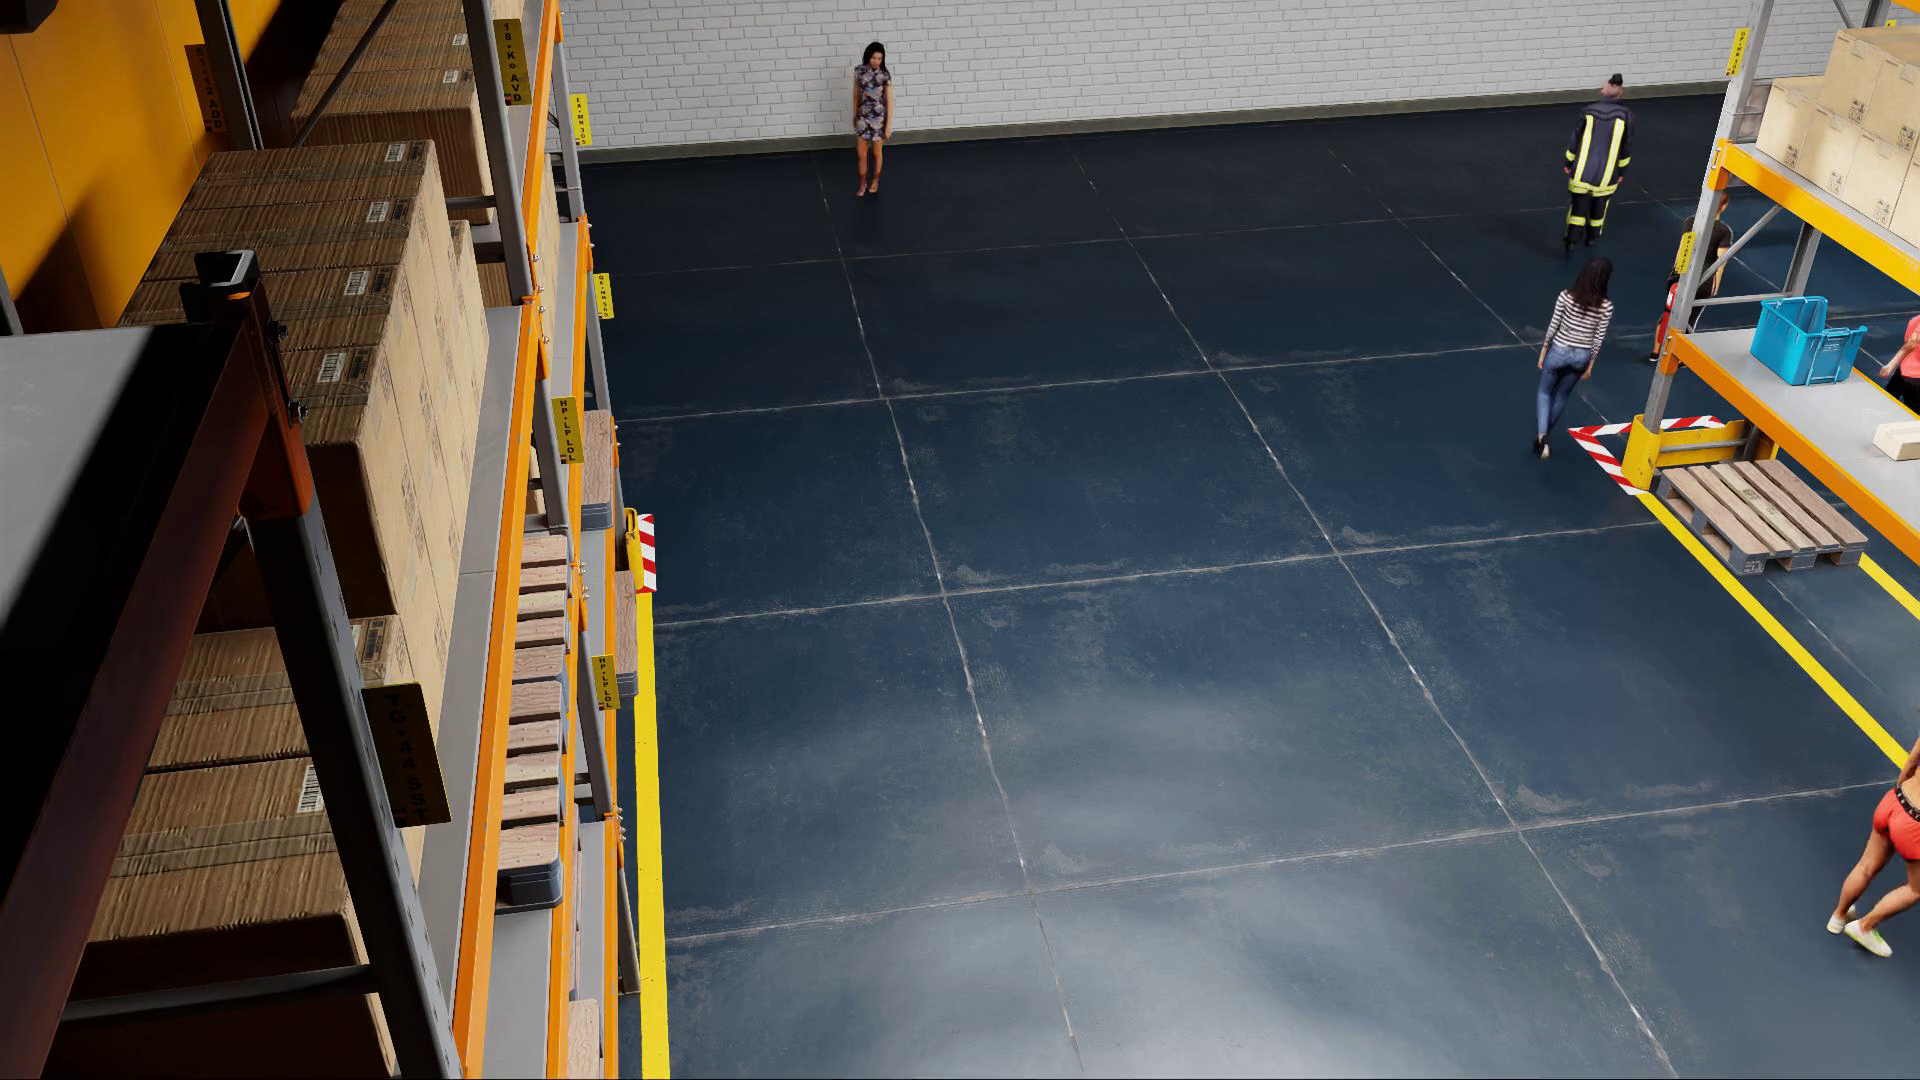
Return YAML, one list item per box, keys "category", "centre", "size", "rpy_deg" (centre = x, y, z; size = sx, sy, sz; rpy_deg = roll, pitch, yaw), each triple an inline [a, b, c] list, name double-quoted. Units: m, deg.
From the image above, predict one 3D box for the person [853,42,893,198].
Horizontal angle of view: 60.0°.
- category: "person"
  centre: [-0.951, -4.544, 17.957]
  size: [0.762, 1.698, 0.795]
  rpy_deg: [14, 36, 21]

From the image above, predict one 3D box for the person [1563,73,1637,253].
- category: "person"
  centre: [6.333, -3.720, 16.583]
  size: [1.046, 1.846, 1.149]
  rpy_deg: [12, 35, 17]

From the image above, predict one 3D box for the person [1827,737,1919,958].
- category: "person"
  centre: [4.987, 1.505, 8.787]
  size: [0.803, 1.775, 0.580]
  rpy_deg: [-6, 34, -8]

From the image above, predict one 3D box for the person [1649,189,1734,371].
- category: "person"
  centre: [6.436, -2.291, 14.593]
  size: [0.637, 1.669, 0.729]
  rpy_deg: [28, 43, 36]

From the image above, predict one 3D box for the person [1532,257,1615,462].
- category: "person"
  centre: [4.785, -1.343, 13.081]
  size: [0.850, 1.764, 0.988]
  rpy_deg: [9, 35, 14]
